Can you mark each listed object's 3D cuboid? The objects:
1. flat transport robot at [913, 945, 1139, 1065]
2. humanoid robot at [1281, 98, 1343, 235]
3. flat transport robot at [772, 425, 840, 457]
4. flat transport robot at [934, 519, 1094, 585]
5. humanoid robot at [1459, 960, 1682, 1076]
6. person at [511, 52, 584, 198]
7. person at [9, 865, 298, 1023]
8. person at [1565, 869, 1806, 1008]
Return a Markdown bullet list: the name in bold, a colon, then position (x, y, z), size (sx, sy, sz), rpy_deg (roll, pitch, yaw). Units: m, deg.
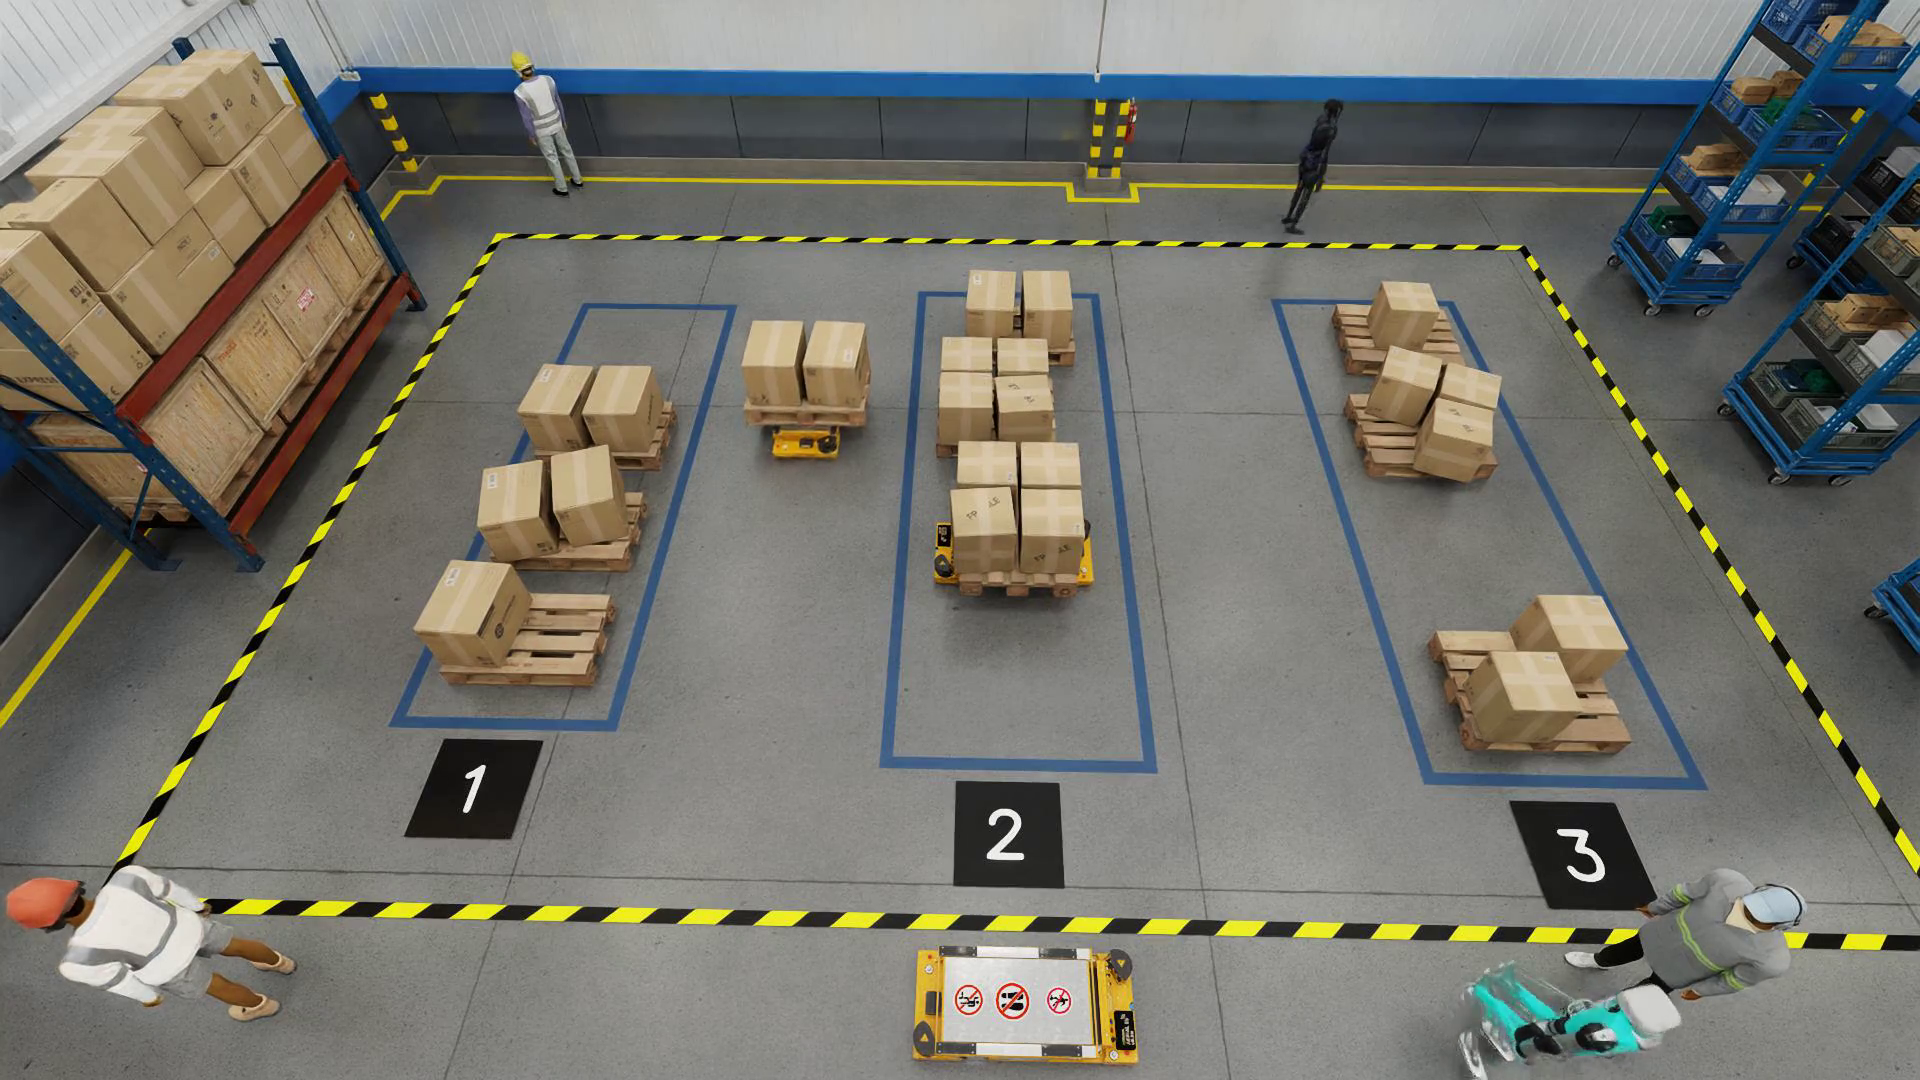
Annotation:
- **flat transport robot**: position (0.422, 3.041, 6.007), size (1.431, 0.231, 0.659), rpy_deg (1, 51, 1)
- **humanoid robot**: position (4.373, -4.639, 11.349), size (0.315, 1.657, 0.599), rpy_deg (0, 51, 0)
- **flat transport robot**: position (-1.551, -1.444, 9.645), size (0.652, 0.197, 1.431), rpy_deg (1, 51, 1)
- **flat transport robot**: position (0.490, 0.087, 8.397), size (1.431, 0.197, 0.652), rpy_deg (1, 51, 1)
- **humanoid robot**: position (3.354, 2.663, 5.281), size (0.533, 1.677, 0.735), rpy_deg (-12, 52, -10)
- **person**: position (-5.346, -5.336, 11.832), size (0.403, 1.824, 0.588), rpy_deg (30, 57, 22)
- **person**: position (-4.673, 2.400, 5.387), size (0.382, 2.041, 0.605), rpy_deg (1, 51, 1)
- **person**: position (4.324, 2.432, 5.482), size (0.368, 1.852, 0.589), rpy_deg (-4, 51, -3)
